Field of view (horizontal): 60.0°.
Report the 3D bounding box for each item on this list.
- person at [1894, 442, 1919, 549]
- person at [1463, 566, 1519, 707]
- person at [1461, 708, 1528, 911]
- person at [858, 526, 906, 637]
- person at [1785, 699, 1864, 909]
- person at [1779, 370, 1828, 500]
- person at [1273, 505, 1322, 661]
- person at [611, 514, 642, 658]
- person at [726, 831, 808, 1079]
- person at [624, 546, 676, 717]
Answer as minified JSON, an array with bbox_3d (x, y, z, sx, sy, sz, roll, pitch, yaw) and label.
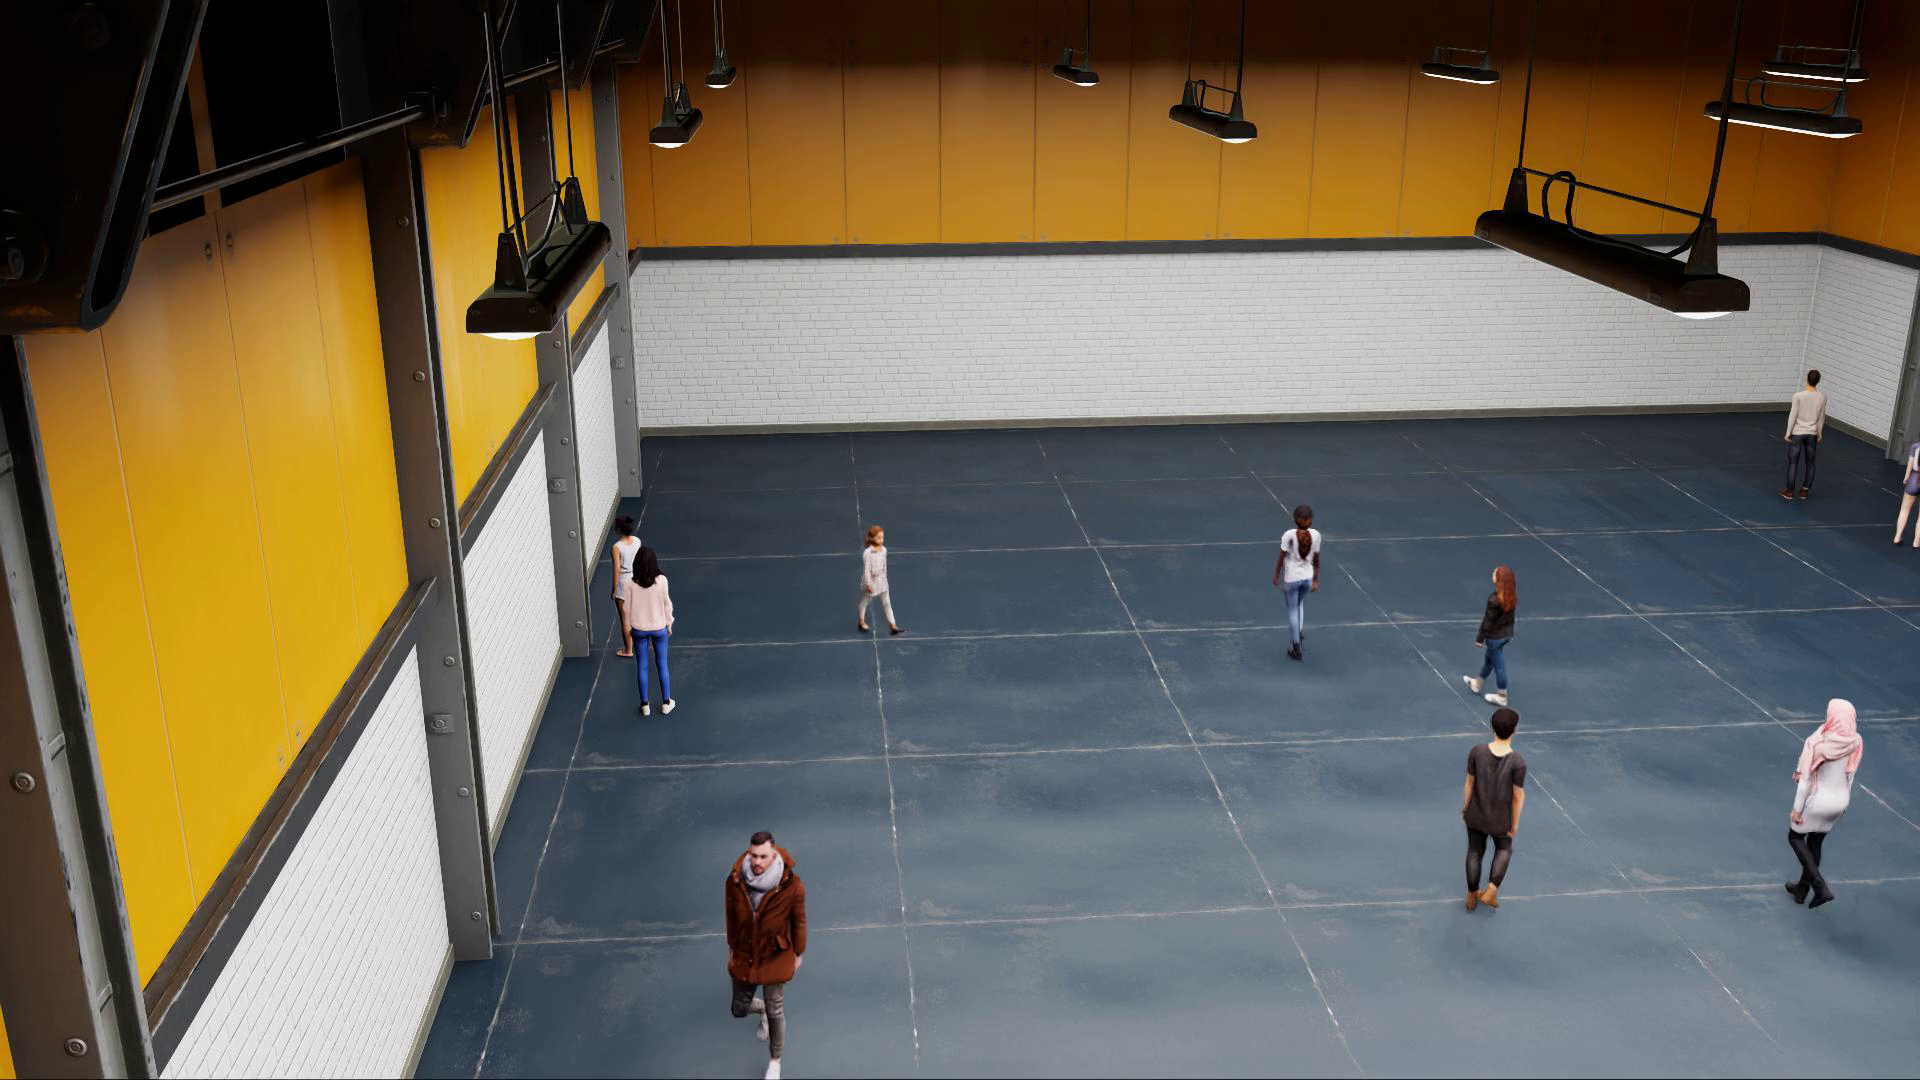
[{"bbox_3d":[12.509,-0.704,21.623,0.672,1.645,0.722,14,23,35],"label":"person"},{"bbox_3d":[5.524,0.988,16.877,0.839,1.467,0.923,-17,25,-41],"label":"person"},{"bbox_3d":[4.144,2.156,13.044,0.741,1.700,0.777,10,21,28],"label":"person"},{"bbox_3d":[-1.023,0.458,18.761,0.857,1.270,0.991,-15,24,-37],"label":"person"},{"bbox_3d":[6.797,2.115,13.022,0.614,1.791,0.841,-1,19,-4],"label":"person"},{"bbox_3d":[12.008,-1.505,23.654,0.693,1.866,0.618,2,19,5],"label":"person"},{"bbox_3d":[3.703,0.477,18.020,0.663,1.707,0.744,-6,19,-17],"label":"person"},{"bbox_3d":[-3.617,0.476,18.149,0.716,1.626,0.647,13,23,34],"label":"person"},{"bbox_3d":[-1.303,2.735,11.124,0.829,1.828,0.973,3,19,9],"label":"person"},{"bbox_3d":[-3.108,0.904,16.652,0.630,1.770,0.524,-2,19,-5],"label":"person"}]
